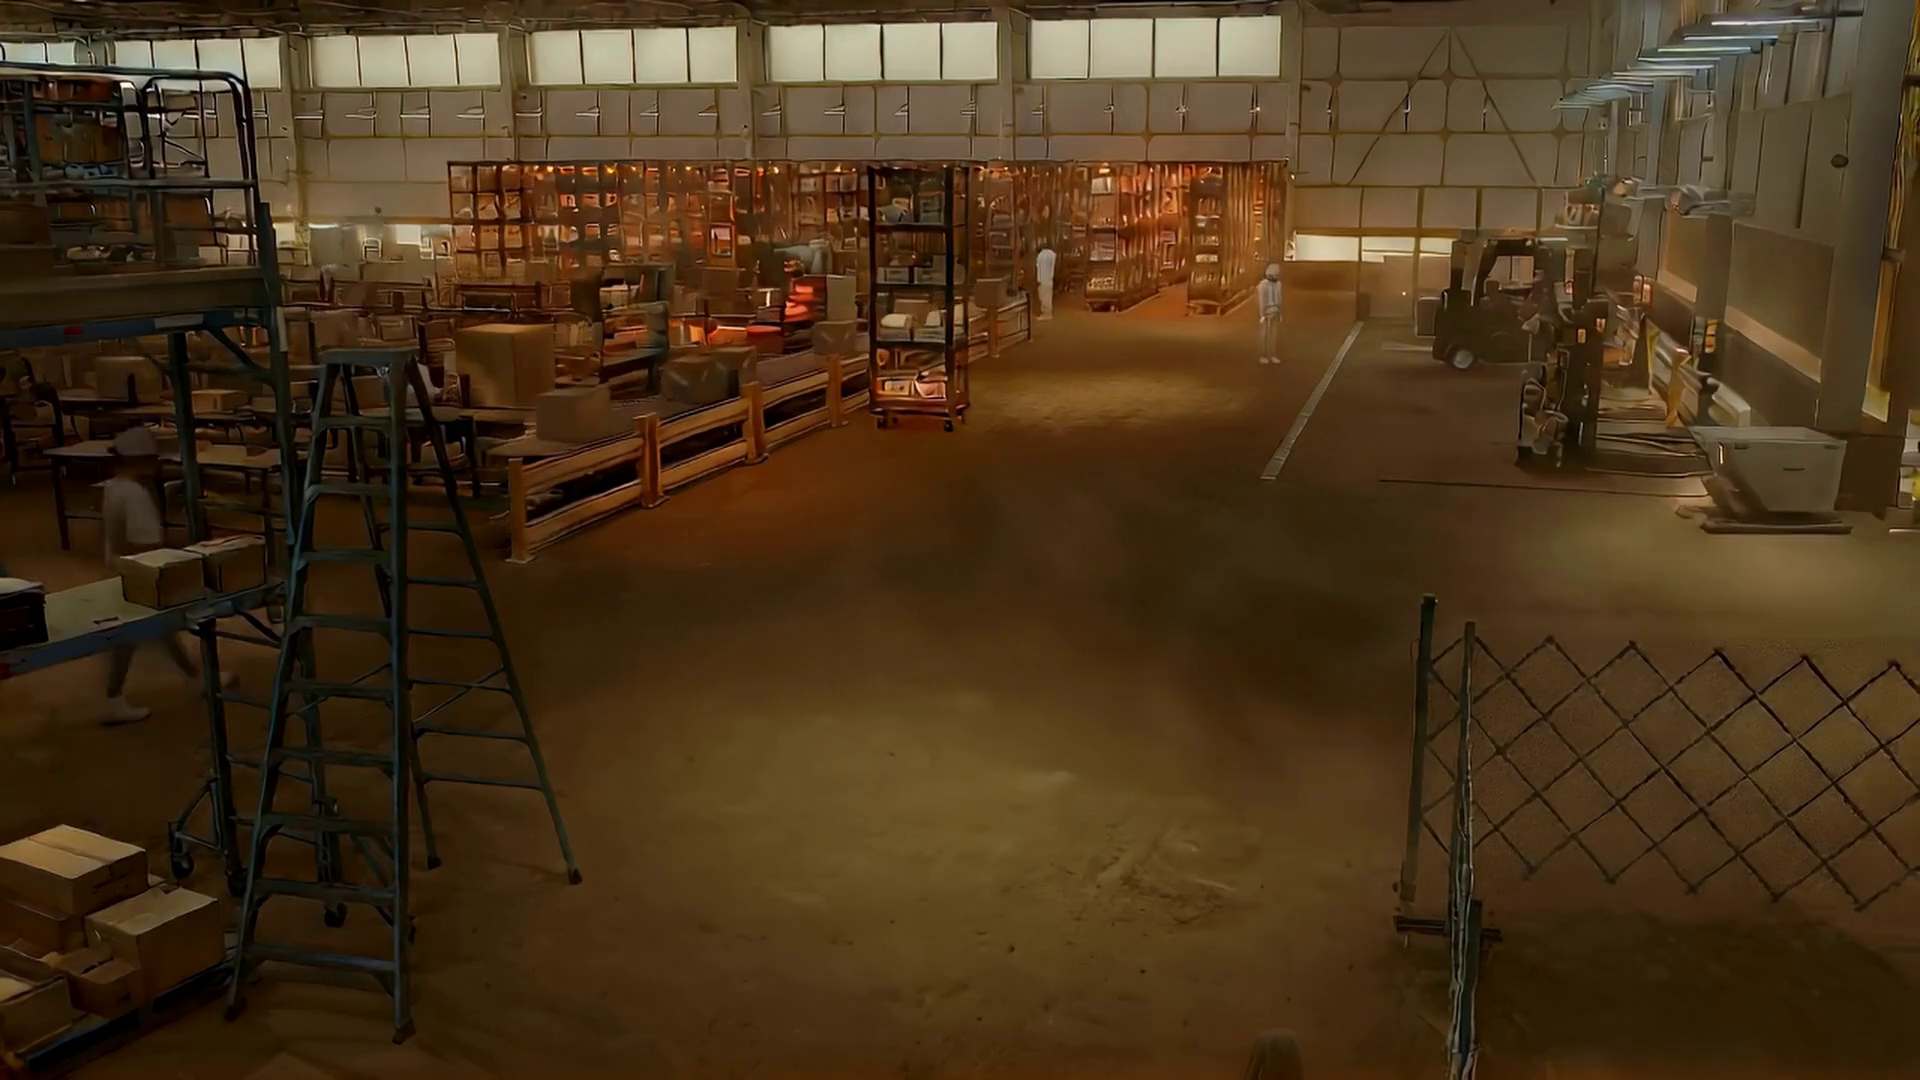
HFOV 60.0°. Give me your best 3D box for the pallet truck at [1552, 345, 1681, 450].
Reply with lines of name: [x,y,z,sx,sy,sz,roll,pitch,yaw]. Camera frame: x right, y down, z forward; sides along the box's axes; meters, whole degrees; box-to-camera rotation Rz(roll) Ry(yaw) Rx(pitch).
pallet truck: [8.641,-1.896,21.908,1.630,1.274,0.653,4,14,16]

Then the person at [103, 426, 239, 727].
person: [-5.415,0.223,11.232,1.000,1.994,0.633,-10,17,-38]

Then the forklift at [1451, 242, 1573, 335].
forklift: [10.464,-4.597,31.405,2.680,1.987,1.157,4,14,16]

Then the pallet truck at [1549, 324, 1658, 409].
pallet truck: [9.824,-2.669,25.407,1.601,1.201,0.680,4,14,16]

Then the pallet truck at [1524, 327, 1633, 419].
pallet truck: [9.065,-2.460,24.370,1.522,1.261,0.704,3,13,14]

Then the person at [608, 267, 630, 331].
person: [-6.220,-4.091,30.375,0.523,1.769,0.314,9,16,33]

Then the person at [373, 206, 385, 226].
person: [-22.750,-12.129,64.976,0.782,1.823,0.627,-3,13,-12]

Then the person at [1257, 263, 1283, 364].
person: [5.705,-4.157,30.519,0.586,1.832,0.403,-10,16,-37]

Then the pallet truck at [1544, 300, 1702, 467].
pallet truck: [8.263,-1.952,20.631,1.885,1.965,0.823,5,14,20]

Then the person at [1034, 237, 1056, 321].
person: [1.945,-6.011,38.364,0.408,1.908,0.644,7,15,26]

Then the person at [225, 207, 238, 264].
person: [-25.612,-10.709,58.496,0.415,1.985,0.611,2,13,10]

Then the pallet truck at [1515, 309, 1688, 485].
pallet truck: [7.554,-1.677,19.446,1.885,1.965,0.823,3,13,14]

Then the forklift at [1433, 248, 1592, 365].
forklift: [9.780,-4.111,29.280,2.680,1.987,1.157,3,13,14]
